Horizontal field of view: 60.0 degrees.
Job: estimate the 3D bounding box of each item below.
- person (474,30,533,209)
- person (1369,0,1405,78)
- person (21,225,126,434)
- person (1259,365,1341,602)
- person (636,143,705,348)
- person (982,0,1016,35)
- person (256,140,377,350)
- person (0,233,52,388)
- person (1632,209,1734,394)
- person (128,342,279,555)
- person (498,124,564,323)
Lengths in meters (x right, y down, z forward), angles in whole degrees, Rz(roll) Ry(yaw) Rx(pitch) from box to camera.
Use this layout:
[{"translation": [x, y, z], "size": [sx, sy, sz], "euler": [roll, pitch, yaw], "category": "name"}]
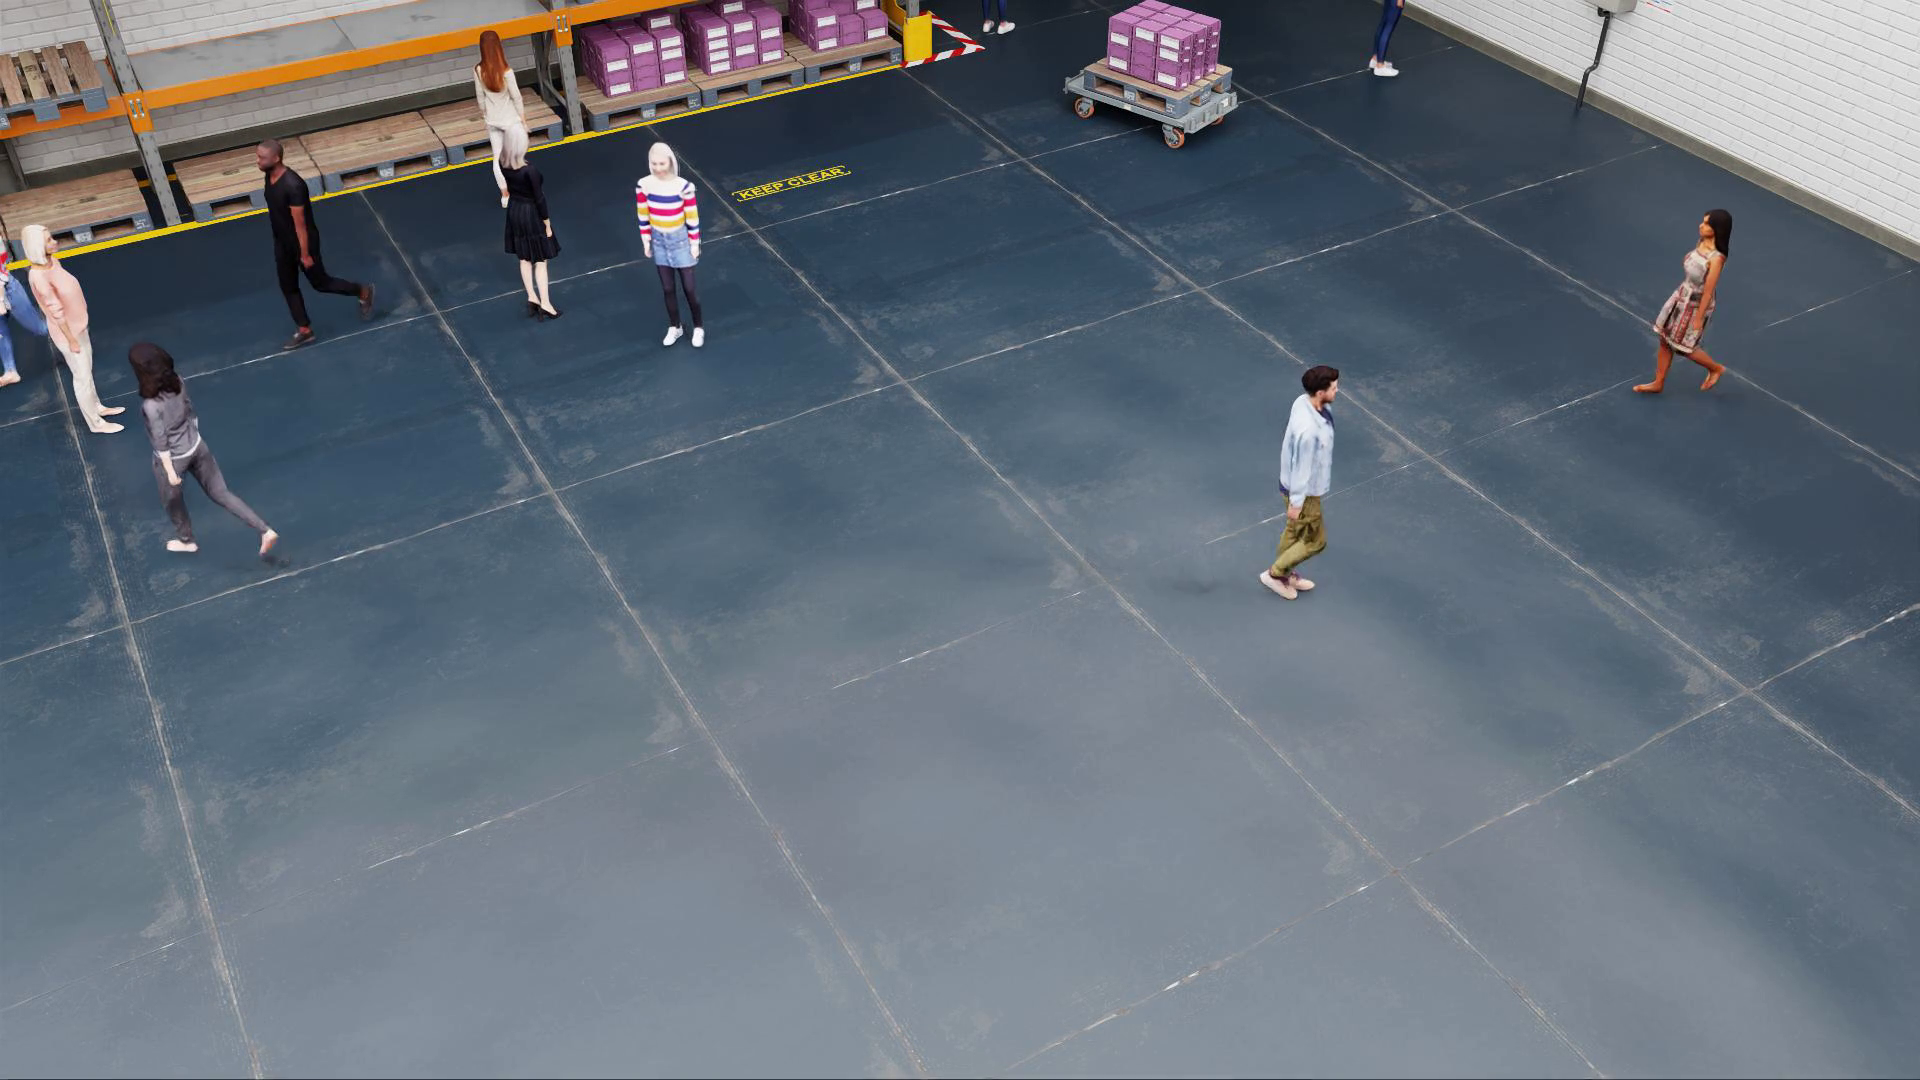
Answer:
[{"translation": [-4.269, -3.915, 15.537], "size": [0.685, 1.713, 0.754], "euler": [8, 39, 10], "category": "person"}, {"translation": [4.705, -5.942, 18.027], "size": [0.686, 1.774, 0.673], "euler": [1, 39, 1], "category": "person"}, {"translation": [-6.778, -1.612, 12.646], "size": [0.590, 1.724, 0.647], "euler": [-11, 40, -13], "category": "person"}, {"translation": [2.198, -0.367, 11.023], "size": [0.867, 1.803, 0.818], "euler": [8, 39, 9], "category": "person"}, {"translation": [-2.348, -2.421, 13.591], "size": [0.686, 1.808, 0.773], "euler": [6, 39, 8], "category": "person"}, {"translation": [0.411, -6.672, 18.941], "size": [0.690, 1.775, 0.702], "euler": [18, 42, 21], "category": "person"}, {"translation": [-5.335, -2.449, 13.640], "size": [0.902, 1.791, 1.205], "euler": [29, 47, 31], "category": "person"}, {"translation": [-7.513, -1.995, 13.238], "size": [0.817, 1.584, 1.115], "euler": [28, 47, 31], "category": "person"}, {"translation": [5.790, -1.815, 12.974], "size": [1.019, 1.630, 0.893], "euler": [0, 39, 0], "category": "person"}, {"translation": [-5.202, -0.553, 11.317], "size": [1.157, 1.727, 1.087], "euler": [9, 39, 11], "category": "person"}, {"translation": [-3.607, -2.651, 13.932], "size": [0.690, 1.741, 0.707], "euler": [21, 43, 25], "category": "person"}]
